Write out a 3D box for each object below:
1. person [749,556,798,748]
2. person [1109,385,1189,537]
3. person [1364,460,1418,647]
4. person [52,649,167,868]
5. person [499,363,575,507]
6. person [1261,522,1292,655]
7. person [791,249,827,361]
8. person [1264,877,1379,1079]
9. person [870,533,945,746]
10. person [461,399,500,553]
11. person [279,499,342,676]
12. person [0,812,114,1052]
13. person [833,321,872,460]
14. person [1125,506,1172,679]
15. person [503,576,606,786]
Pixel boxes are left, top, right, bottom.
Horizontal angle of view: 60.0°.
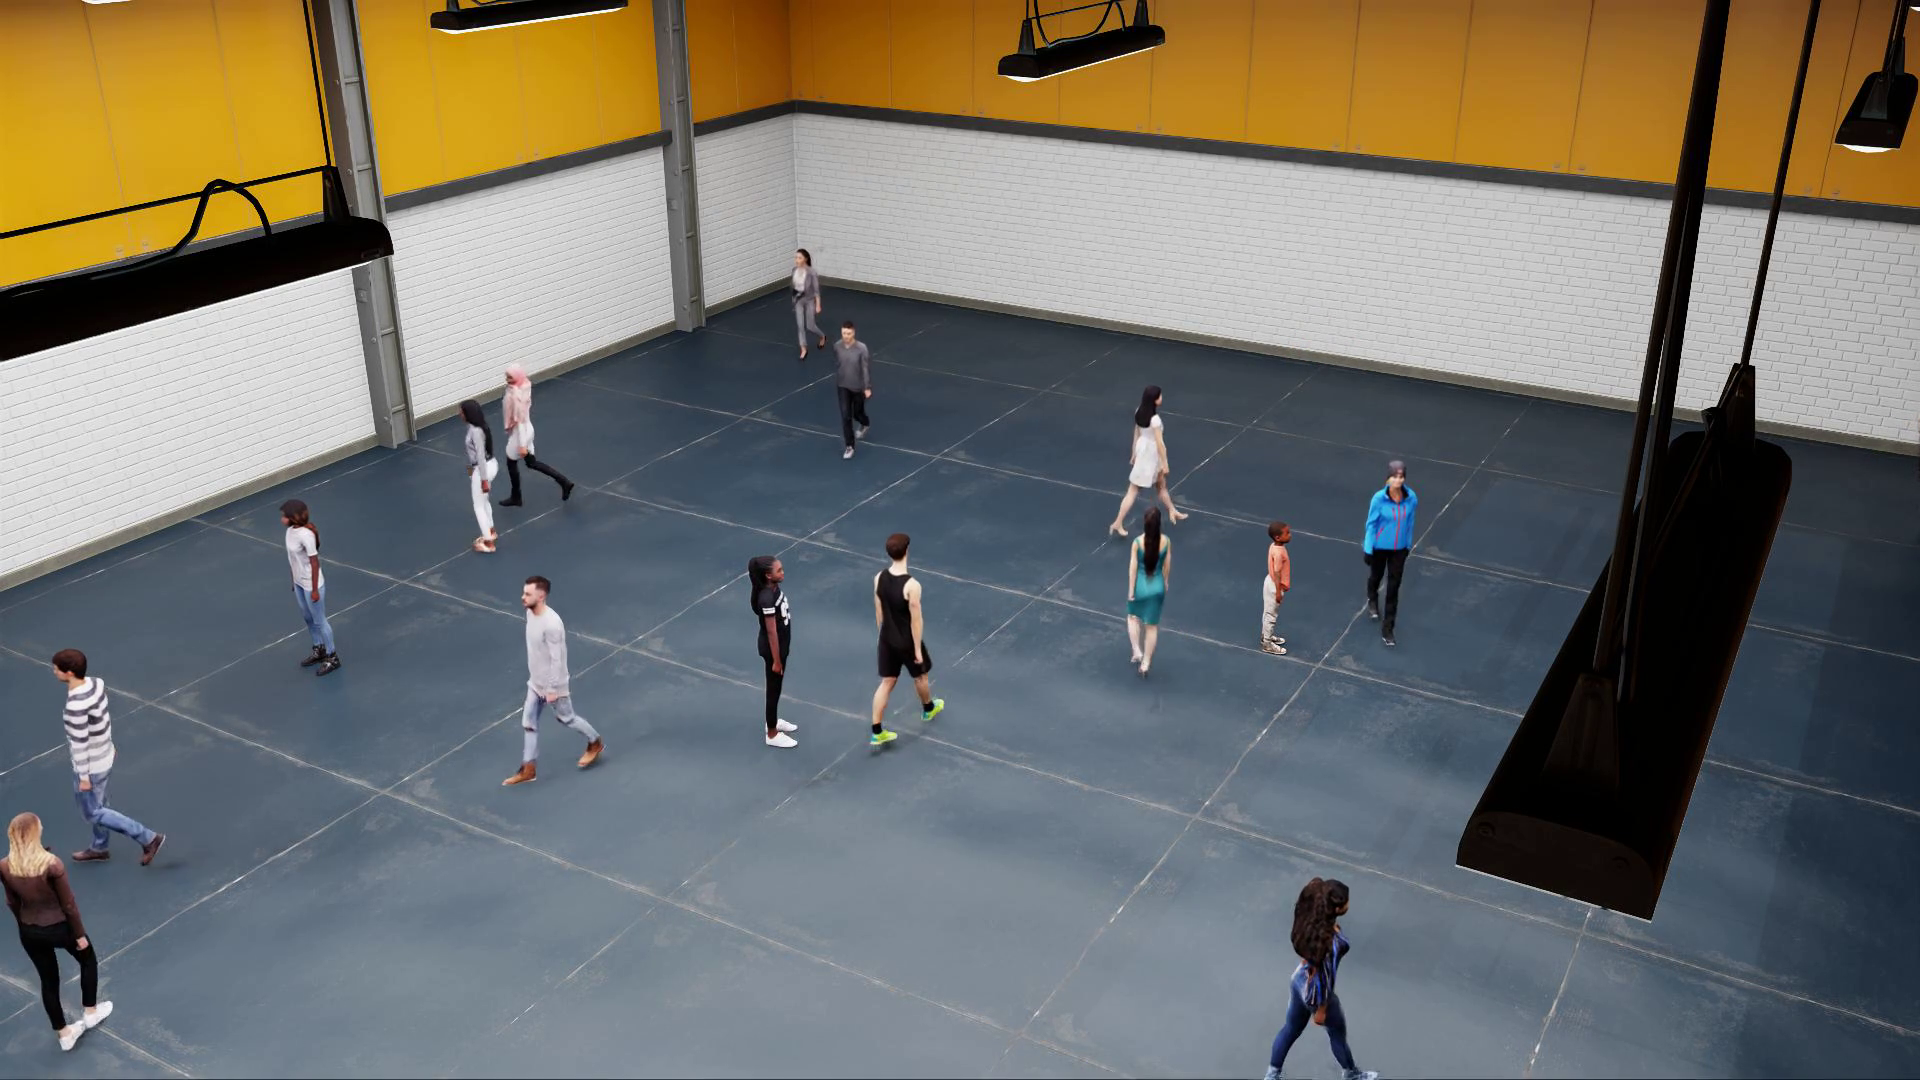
[{"bbox_3d":[-1.584,0.927,14.203,0.772,1.729,0.681,-2,24,-3],"label":"person"},{"bbox_3d":[1.962,-0.801,18.169,1.259,1.718,1.088,-10,26,-22],"label":"person"},{"bbox_3d":[4.130,0.065,16.147,1.010,1.750,1.270,1,24,2],"label":"person"},{"bbox_3d":[-6.397,1.648,12.424,1.078,1.832,1.061,-3,24,-7],"label":"person"},{"bbox_3d":[-4.879,-1.155,18.922,1.133,1.765,1.174,0,24,-1],"label":"person"},{"bbox_3d":[3.000,0.432,15.858,0.614,1.310,0.509,3,24,8],"label":"person"},{"bbox_3d":[-2.202,-3.453,24.315,0.668,1.656,0.787,16,28,32],"label":"person"},{"bbox_3d":[2.091,2.783,10.143,1.060,1.581,1.011,-5,24,-12],"label":"person"},{"bbox_3d":[-0.568,0.894,14.139,0.747,1.840,1.200,16,29,33],"label":"person"},{"bbox_3d":[-5.118,-0.708,17.981,0.821,1.699,0.733,-6,24,-13],"label":"person"},{"bbox_3d":[-6.027,0.417,15.384,0.632,1.718,0.600,21,31,40],"label":"person"},{"bbox_3d":[-5.827,2.535,10.568,0.766,1.694,0.812,0,24,1],"label":"person"},{"bbox_3d":[-1.335,-1.918,20.719,0.848,1.723,1.134,5,24,11],"label":"person"},{"bbox_3d":[1.740,0.507,15.240,0.712,1.668,0.771,-3,24,-6],"label":"person"},{"bbox_3d":[-3.294,1.128,13.646,1.246,1.806,0.951,-19,30,-37],"label":"person"}]
